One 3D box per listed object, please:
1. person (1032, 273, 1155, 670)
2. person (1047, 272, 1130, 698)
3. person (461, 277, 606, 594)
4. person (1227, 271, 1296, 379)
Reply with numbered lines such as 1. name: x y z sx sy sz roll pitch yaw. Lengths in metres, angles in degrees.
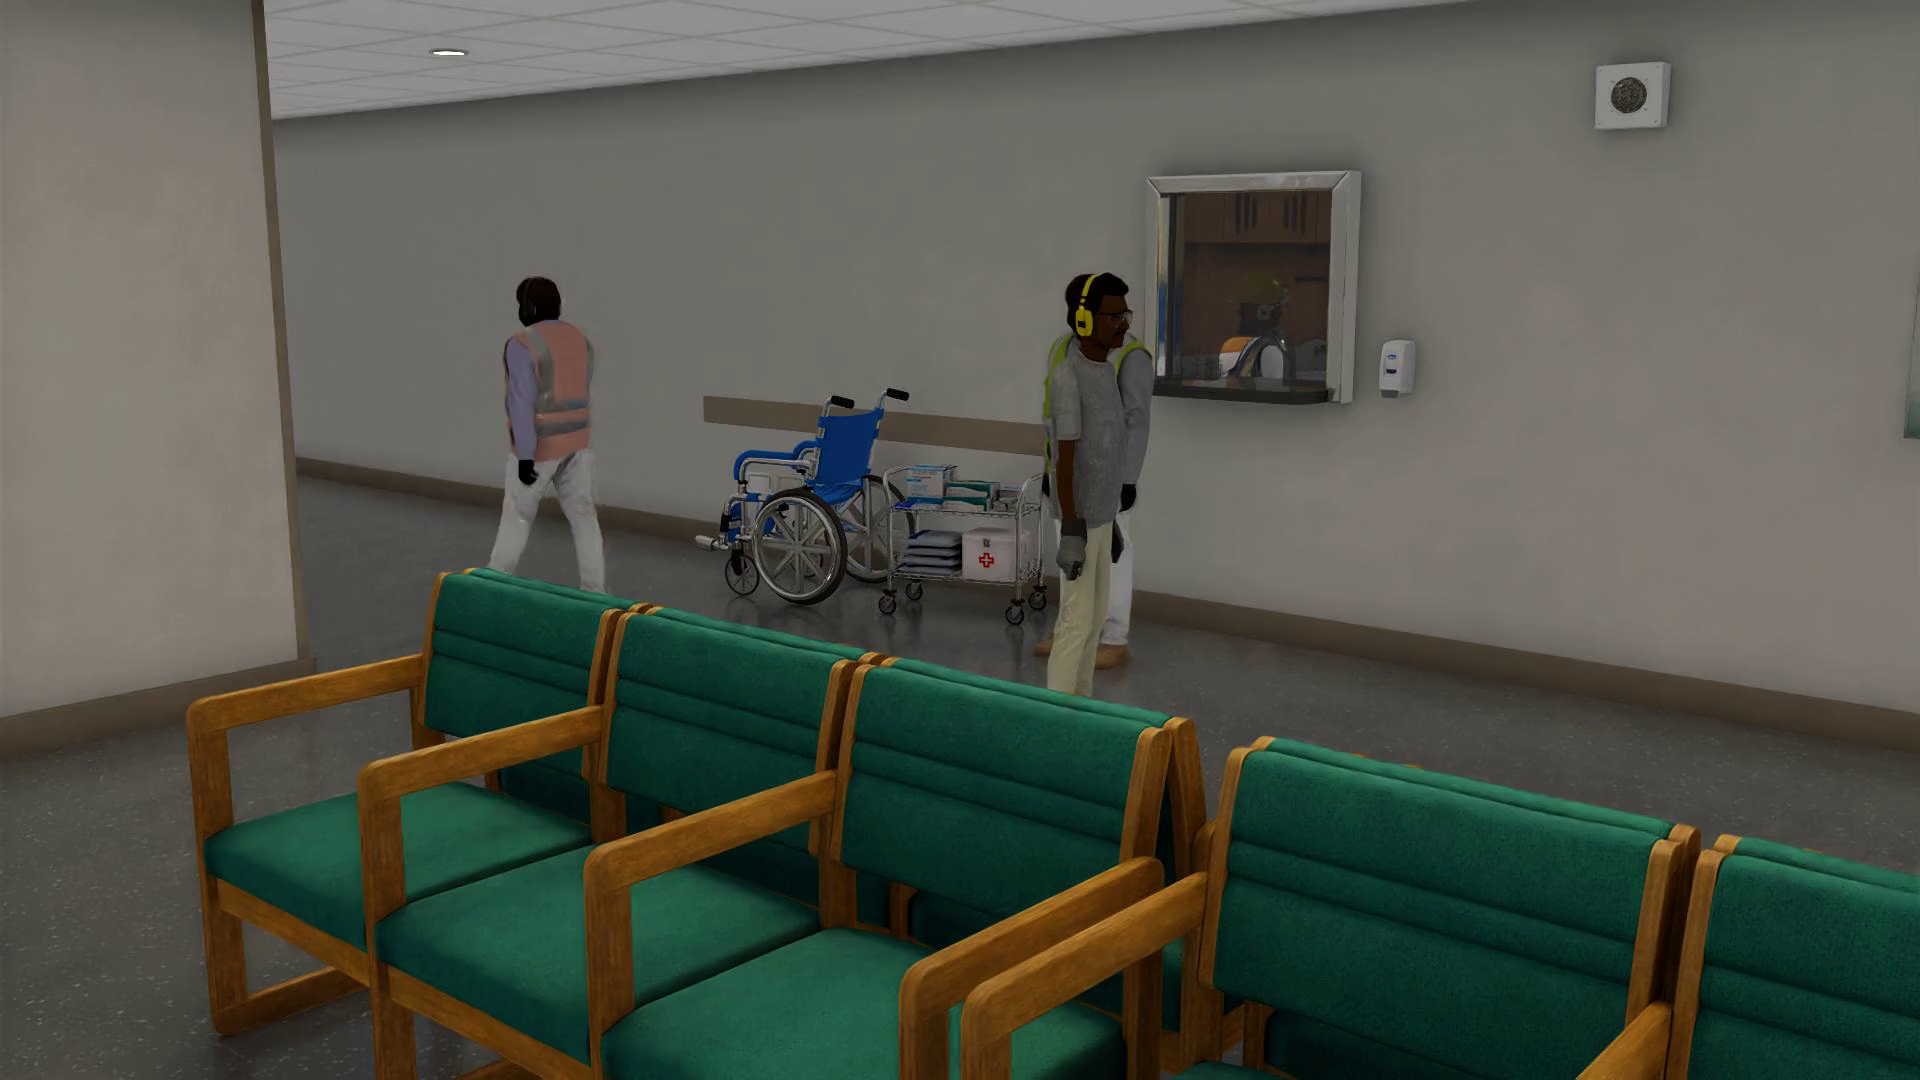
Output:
1. person: 0.602 -0.321 7.813 0.429 1.842 0.628 -8 13 -40
2. person: 0.500 -0.061 6.252 0.312 1.869 0.538 4 11 22
3. person: -2.295 -0.509 8.996 0.939 1.794 0.659 6 11 29
4. person: 1.599 -0.522 8.976 0.404 1.833 0.588 0 10 2
